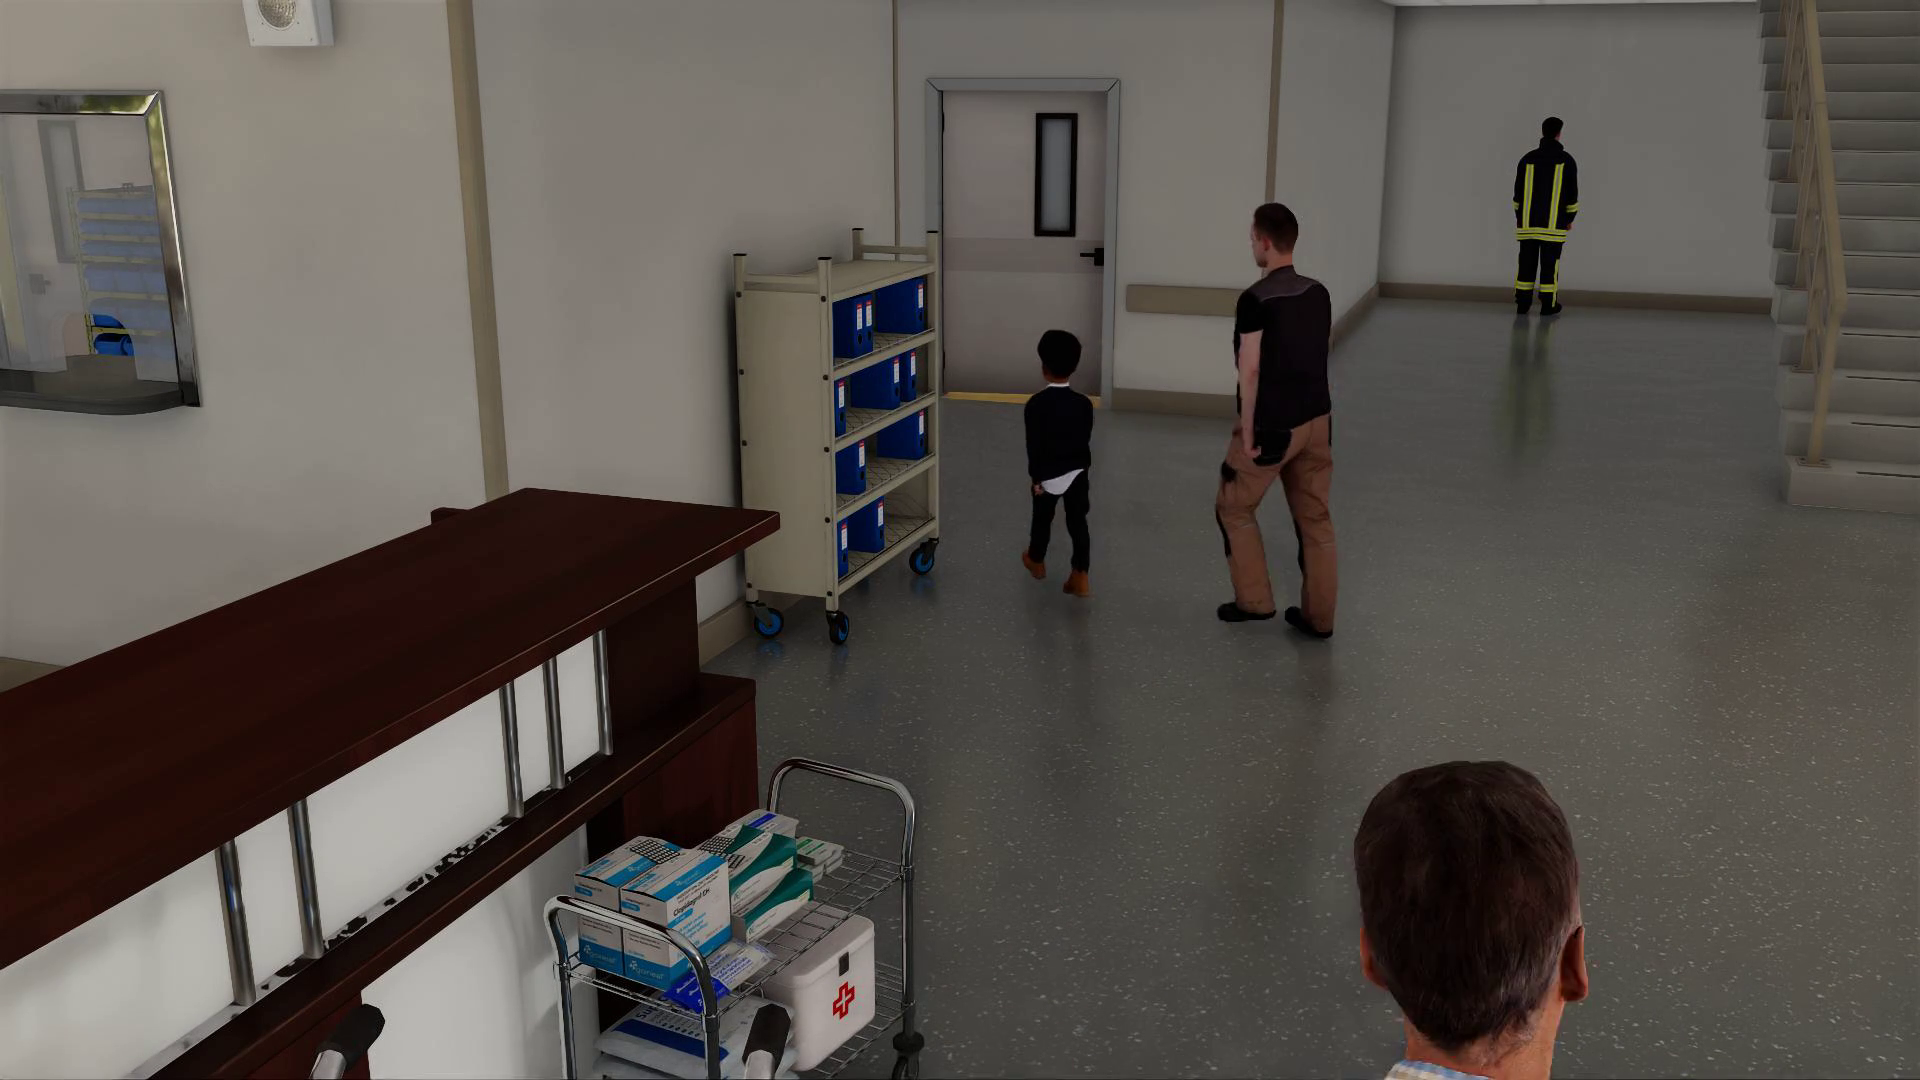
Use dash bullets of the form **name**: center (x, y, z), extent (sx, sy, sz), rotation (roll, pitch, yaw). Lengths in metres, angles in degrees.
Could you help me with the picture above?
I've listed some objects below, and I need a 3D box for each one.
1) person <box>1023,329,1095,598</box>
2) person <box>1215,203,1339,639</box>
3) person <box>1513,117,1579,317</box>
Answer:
- **person**: center (0.482, -0.316, 7.477), extent (0.785, 1.197, 0.904), rotation (-5, 16, -16)
- **person**: center (1.393, -0.456, 6.905), extent (0.873, 1.816, 0.943), rotation (-7, 17, -24)
- **person**: center (5.777, -3.209, 16.463), extent (0.841, 1.928, 0.756), rotation (10, 19, 32)
